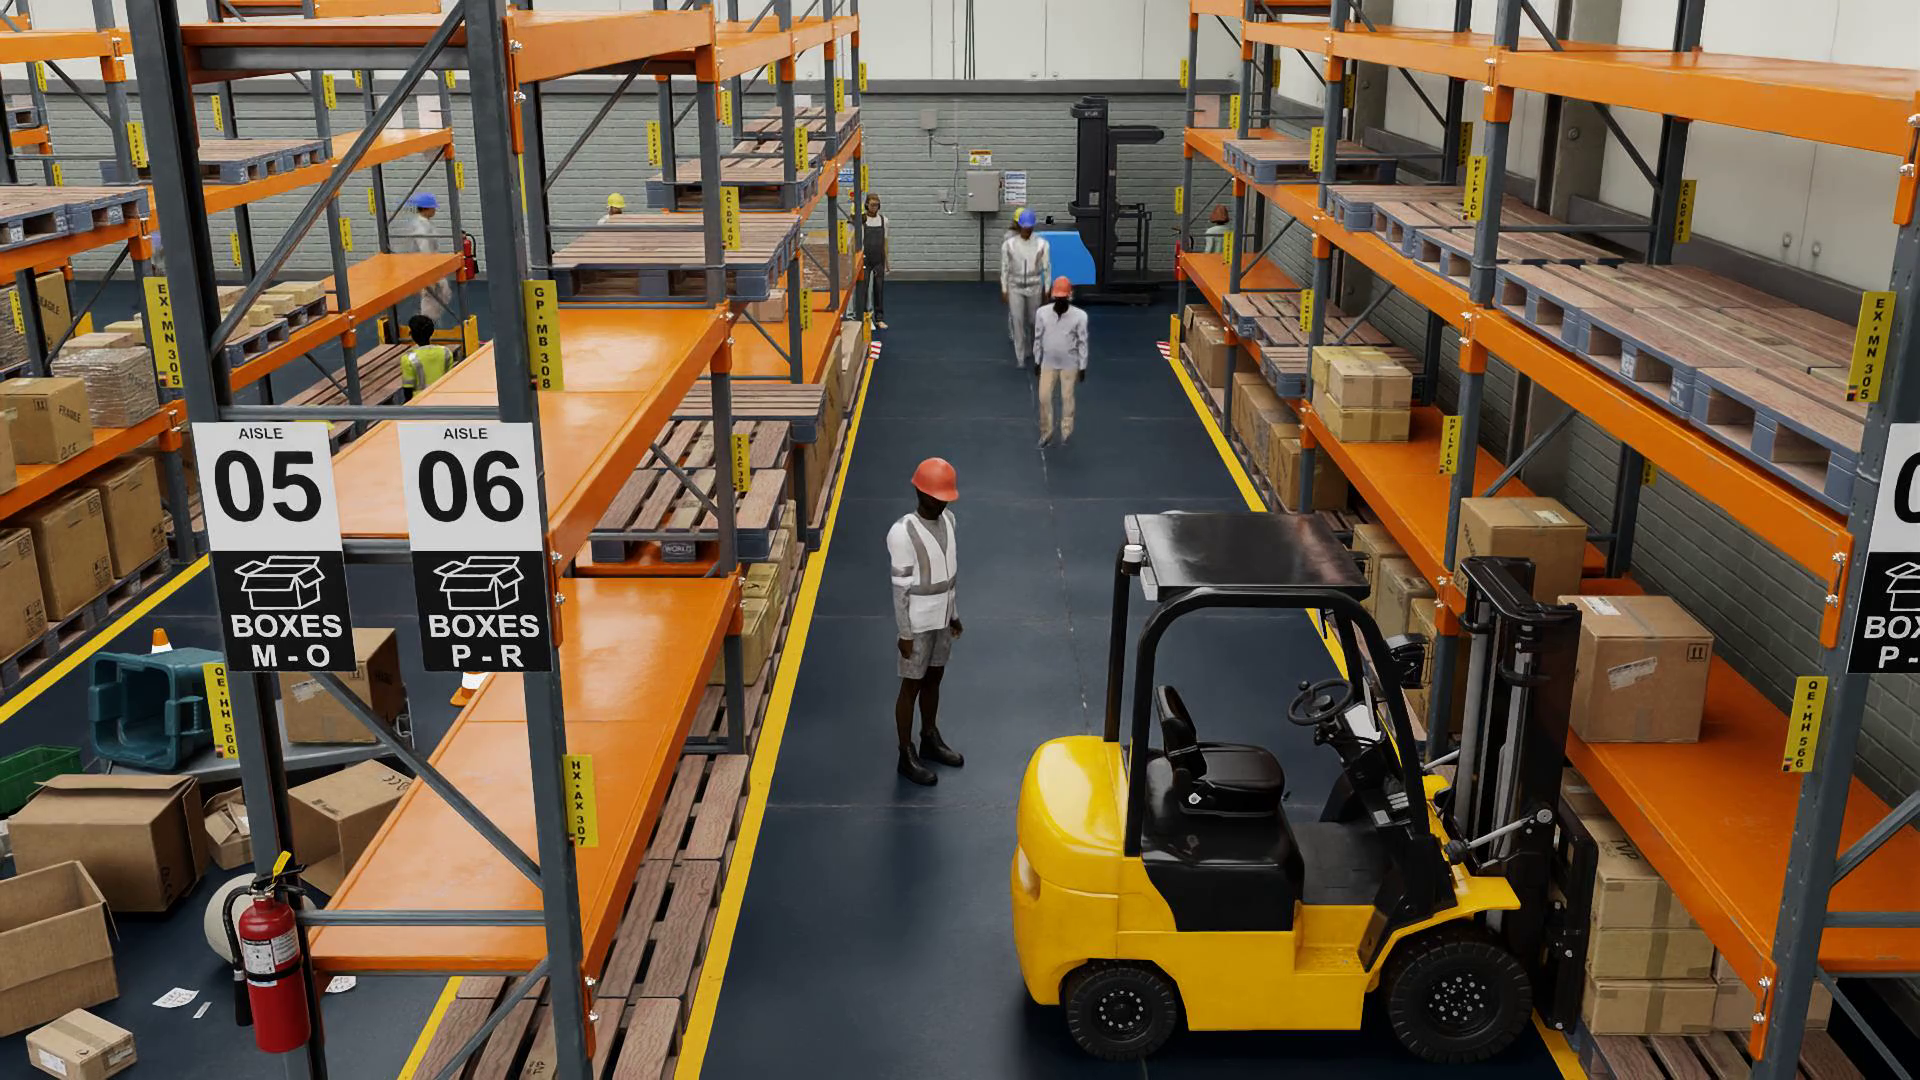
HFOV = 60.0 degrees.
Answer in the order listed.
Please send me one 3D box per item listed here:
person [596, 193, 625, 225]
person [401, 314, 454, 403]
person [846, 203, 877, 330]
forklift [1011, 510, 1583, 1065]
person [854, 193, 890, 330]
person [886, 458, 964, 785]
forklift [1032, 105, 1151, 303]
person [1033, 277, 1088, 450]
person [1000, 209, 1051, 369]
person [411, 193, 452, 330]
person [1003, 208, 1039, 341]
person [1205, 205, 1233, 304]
[{"bbox_3d":[-4.647,-3.790,22.599,0.403,1.828,0.593,10,21,28],"label":"person"},{"bbox_3d":[-4.747,-1.180,14.929,0.319,1.692,0.537,13,22,35],"label":"person"},{"bbox_3d":[-1.356,-3.687,22.437,0.485,1.736,0.322,-3,19,-10],"label":"person"},{"bbox_3d":[1.387,1.055,7.378,2.313,2.155,1.214,0,18,0],"label":"forklift"},{"bbox_3d":[-1.181,-3.747,22.444,0.507,1.847,0.345,-8,20,-24],"label":"person"},{"bbox_3d":[-0.168,0.455,9.610,0.374,1.928,0.542,12,22,33],"label":"person"},{"bbox_3d":[1.857,-4.944,24.441,1.873,2.768,1.129,0,18,0],"label":"forklift"},{"bbox_3d":[0.978,-1.756,16.607,0.592,1.725,0.696,6,19,17],"label":"person"},{"bbox_3d":[0.799,-3.082,20.299,0.621,1.927,0.679,1,18,2],"label":"person"},{"bbox_3d":[-6.916,-3.555,21.723,0.461,1.930,0.621,-1,18,-2],"label":"person"},{"bbox_3d":[0.829,-3.472,21.821,0.491,1.716,0.768,-3,19,-9],"label":"person"},{"bbox_3d":[3.549,-3.771,22.847,0.498,1.634,0.281,-11,21,-29],"label":"person"}]
